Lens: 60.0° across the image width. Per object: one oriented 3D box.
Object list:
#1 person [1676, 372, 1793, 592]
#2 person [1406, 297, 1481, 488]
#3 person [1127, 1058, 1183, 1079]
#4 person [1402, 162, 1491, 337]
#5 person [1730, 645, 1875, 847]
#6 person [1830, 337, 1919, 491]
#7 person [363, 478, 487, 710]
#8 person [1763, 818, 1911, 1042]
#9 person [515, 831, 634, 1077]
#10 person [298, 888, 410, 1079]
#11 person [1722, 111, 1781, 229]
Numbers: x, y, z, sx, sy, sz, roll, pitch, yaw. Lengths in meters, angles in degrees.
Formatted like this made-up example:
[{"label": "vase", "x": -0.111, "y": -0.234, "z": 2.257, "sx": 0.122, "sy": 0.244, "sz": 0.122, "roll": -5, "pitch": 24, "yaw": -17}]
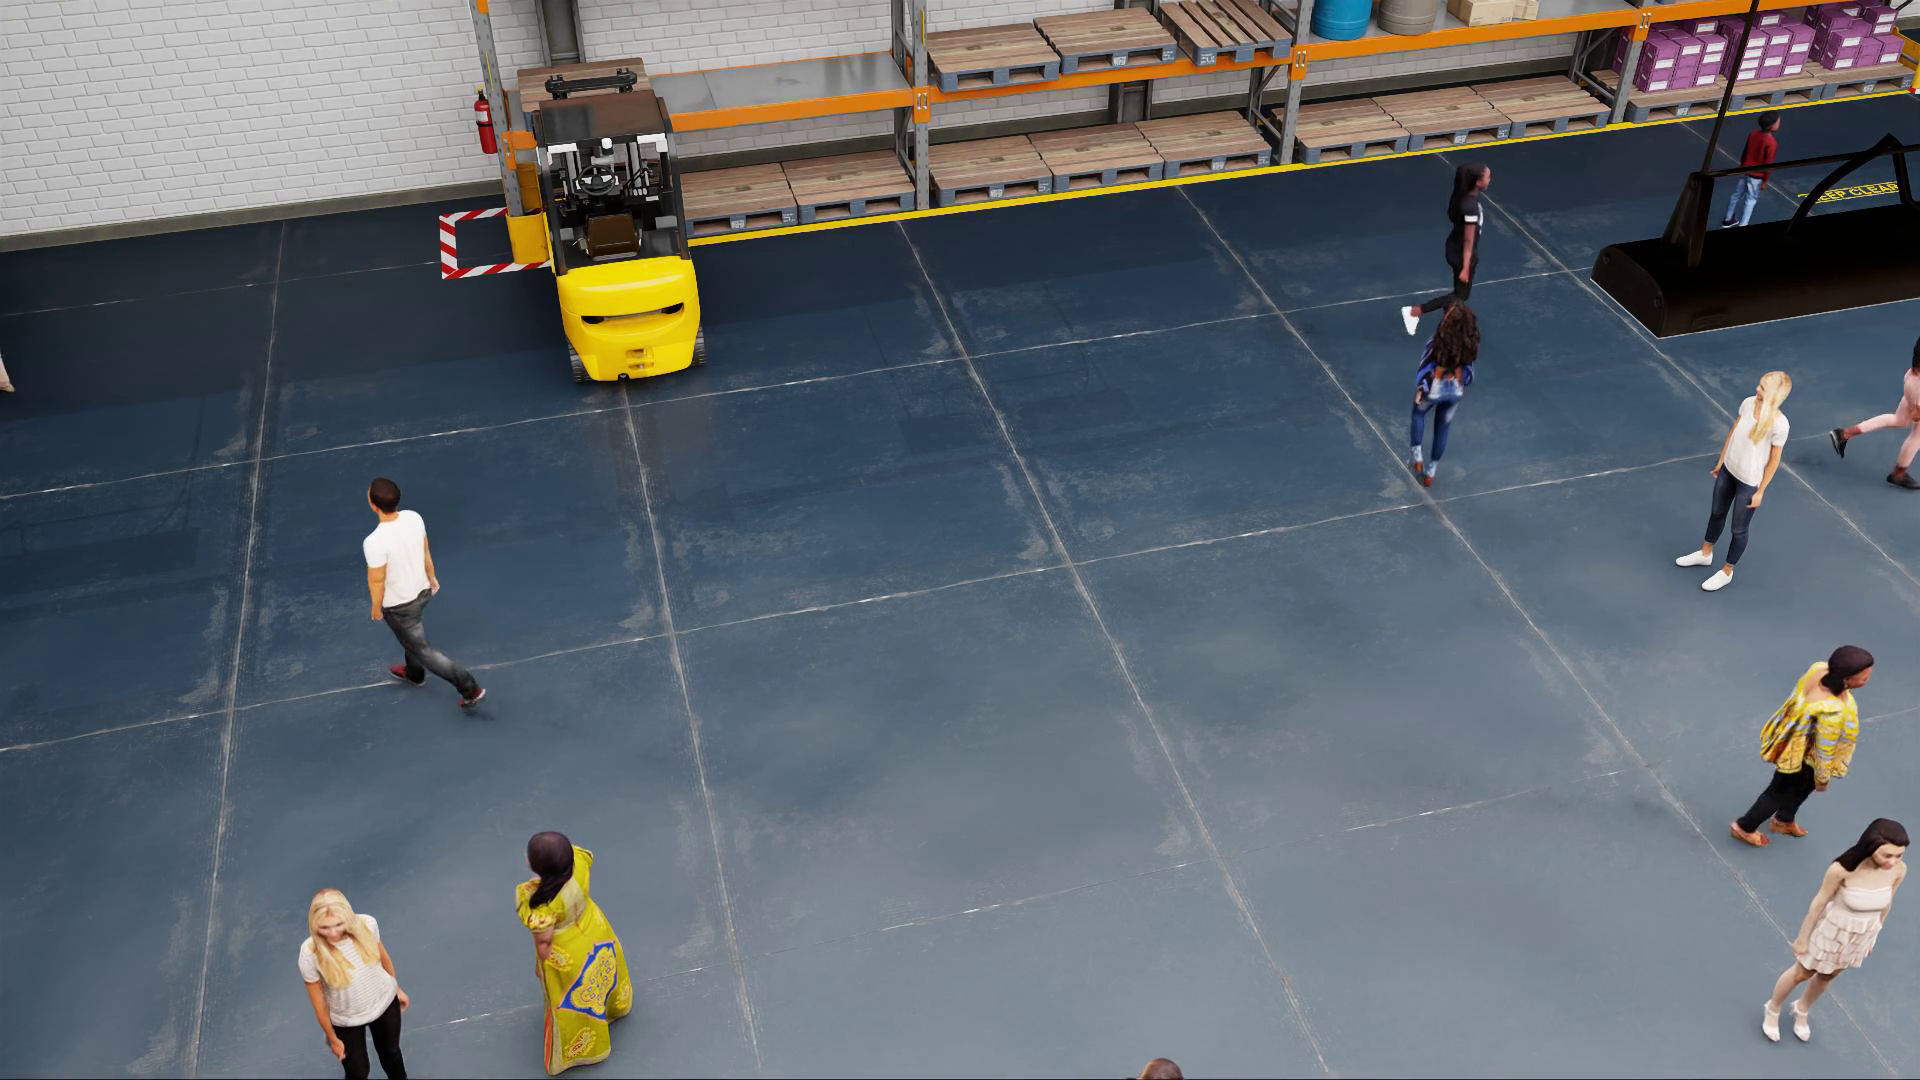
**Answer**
[{"label": "person", "x": 5.589, "y": -0.440, "z": 11.861, "sx": 0.496, "sy": 1.808, "sz": 0.613, "roll": -11, "pitch": 40, "yaw": -14}, {"label": "person", "x": 3.737, "y": -1.108, "z": 12.854, "sx": 0.632, "sy": 1.613, "sz": 0.761, "roll": 1, "pitch": 39, "yaw": 1}, {"label": "person", "x": 0.872, "y": 2.921, "z": 7.759, "sx": 0.590, "sy": 1.677, "sz": 0.672, "roll": 16, "pitch": 41, "yaw": 19}, {"label": "person", "x": 4.294, "y": -2.465, "z": 14.470, "sx": 1.042, "sy": 1.717, "sz": 0.851, "roll": 5, "pitch": 39, "yaw": 6}, {"label": "person", "x": 4.936, "y": 1.237, "z": 9.899, "sx": 0.925, "sy": 1.636, "sz": 0.876, "roll": 10, "pitch": 40, "yaw": 12}, {"label": "person", "x": 7.325, "y": -1.151, "z": 12.839, "sx": 1.112, "sy": 1.700, "sz": 0.998, "roll": 15, "pitch": 41, "yaw": 18}, {"label": "person", "x": -3.542, "y": 0.396, "z": 10.847, "sx": 1.195, "sy": 1.778, "sz": 1.044, "roll": 13, "pitch": 40, "yaw": 15}, {"label": "person", "x": 4.626, "y": 2.068, "z": 8.781, "sx": 0.528, "sy": 1.733, "sz": 0.671, "roll": -2, "pitch": 39, "yaw": -2}, {"label": "person", "x": -2.071, "y": 2.117, "z": 8.788, "sx": 1.027, "sy": 1.659, "sz": 1.001, "roll": 14, "pitch": 41, "yaw": 17}, {"label": "person", "x": -3.008, "y": 2.365, "z": 8.337, "sx": 0.751, "sy": 1.824, "sz": 0.660, "roll": 26, "pitch": 45, "yaw": 29}, {"label": "person", "x": 7.760, "y": -3.602, "z": 16.264, "sx": 0.498, "sy": 1.255, "sz": 0.518, "roll": -13, "pitch": 40, "yaw": -16}]
